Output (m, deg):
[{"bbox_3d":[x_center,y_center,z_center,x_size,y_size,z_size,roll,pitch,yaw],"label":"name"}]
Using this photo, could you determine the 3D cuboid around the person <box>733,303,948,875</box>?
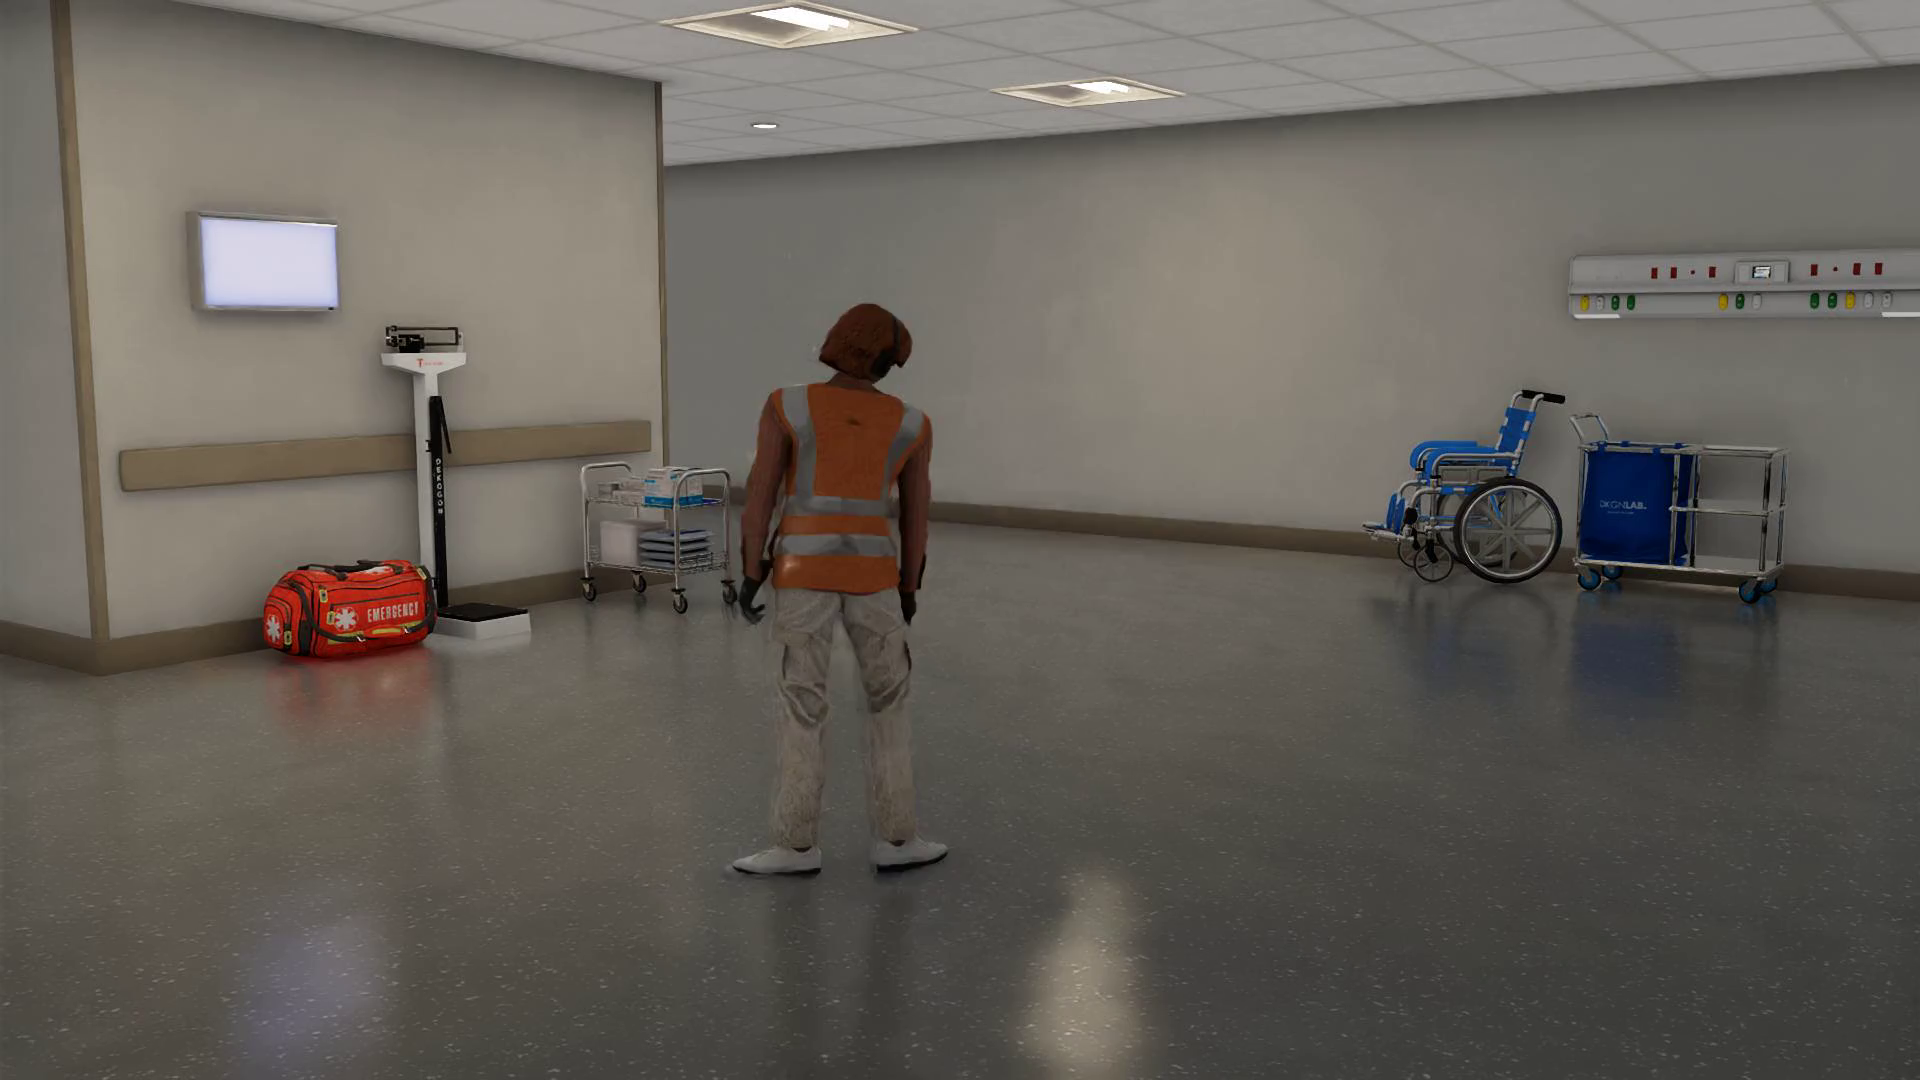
[{"bbox_3d":[-0.369,0.145,4.695,0.616,1.613,0.326,-2,7,-17],"label":"person"}]
